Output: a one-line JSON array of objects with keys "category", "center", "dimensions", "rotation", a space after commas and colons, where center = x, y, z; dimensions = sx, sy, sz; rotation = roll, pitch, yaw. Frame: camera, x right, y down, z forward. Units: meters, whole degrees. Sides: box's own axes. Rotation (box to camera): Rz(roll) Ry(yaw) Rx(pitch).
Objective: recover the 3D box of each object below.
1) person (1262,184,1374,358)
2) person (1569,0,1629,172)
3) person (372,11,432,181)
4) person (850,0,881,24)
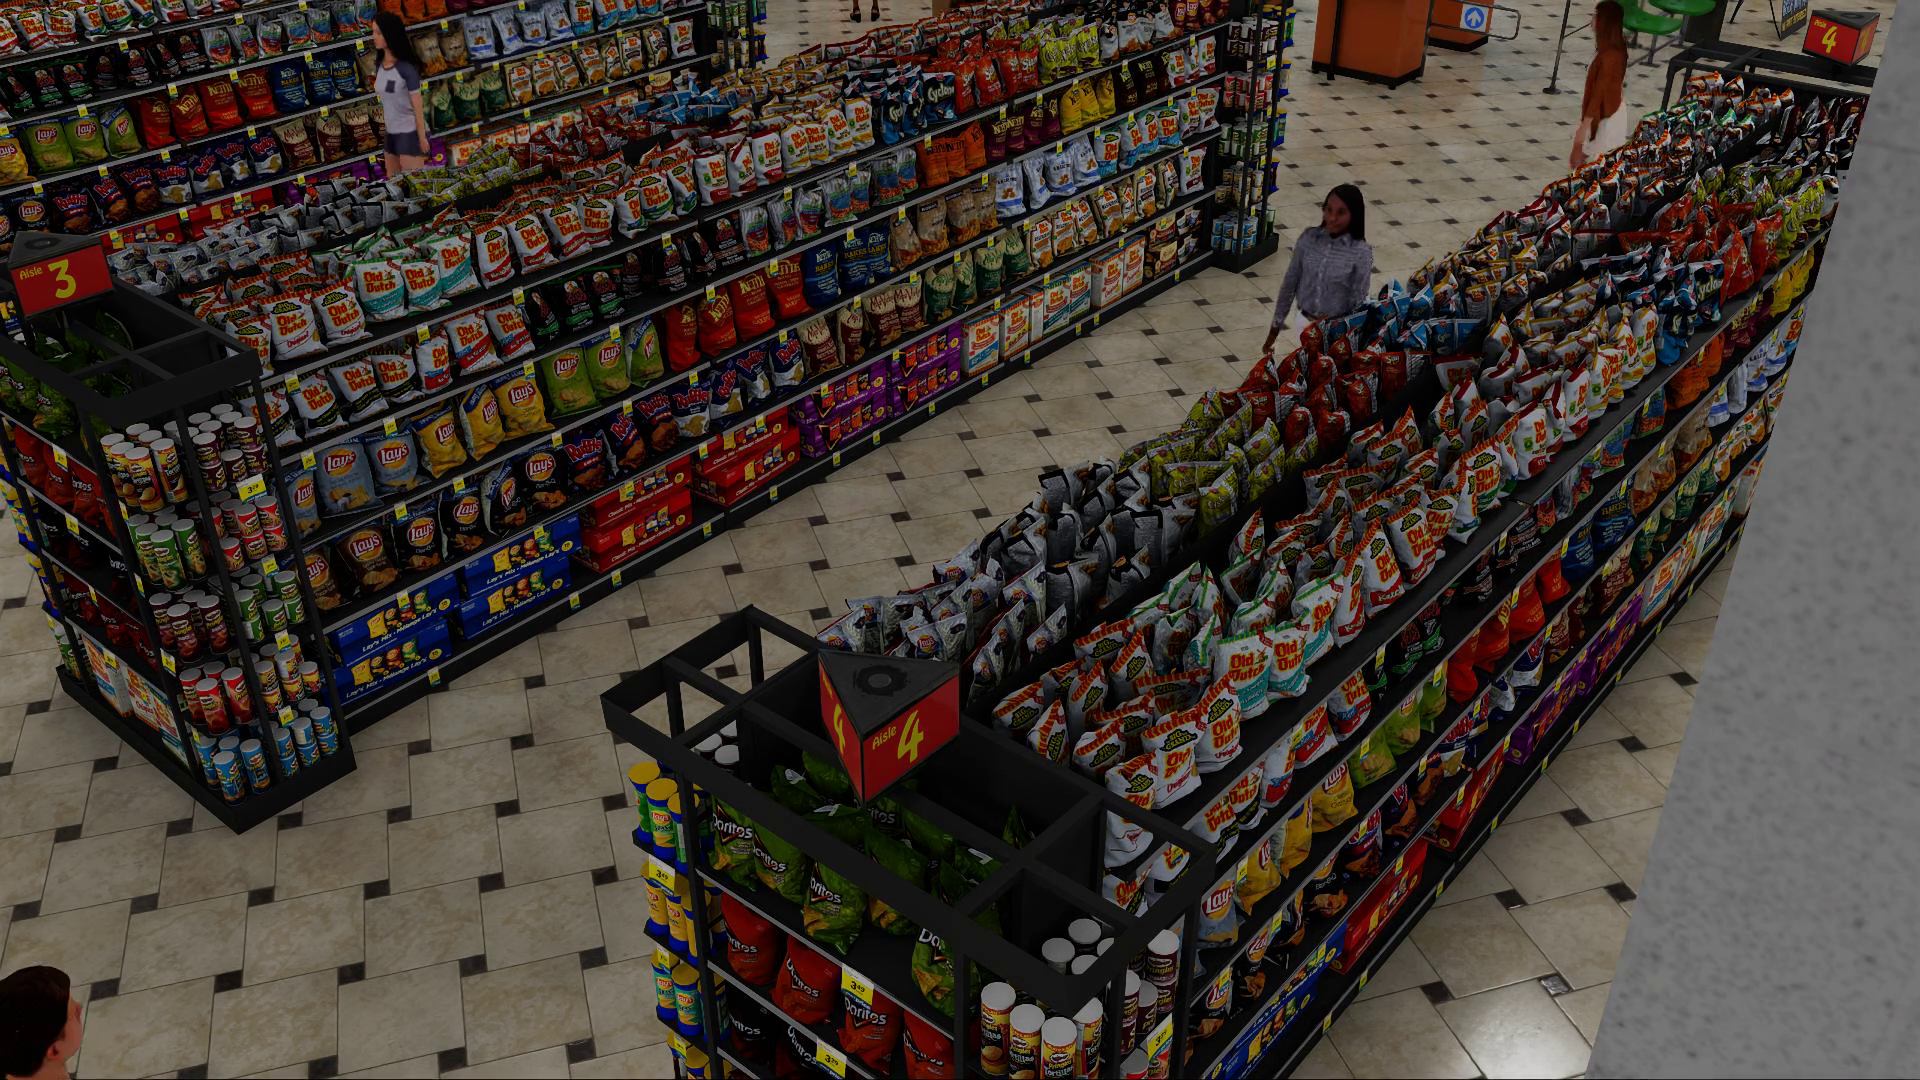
[{"category": "person", "center": [1.976, -1.097, 8.918], "dimensions": [0.667, 1.677, 1.217], "rotation": [27, 41, 36]}, {"category": "person", "center": [4.713, -2.998, 11.960], "dimensions": [0.805, 1.692, 0.736], "rotation": [11, 33, 17]}, {"category": "person", "center": [-3.858, -2.896, 11.793], "dimensions": [0.602, 1.694, 0.751], "rotation": [25, 40, 34]}, {"category": "person", "center": [-1.011, -6.265, 17.113], "dimensions": [0.655, 1.793, 0.736], "rotation": [-6, 32, -10]}]
